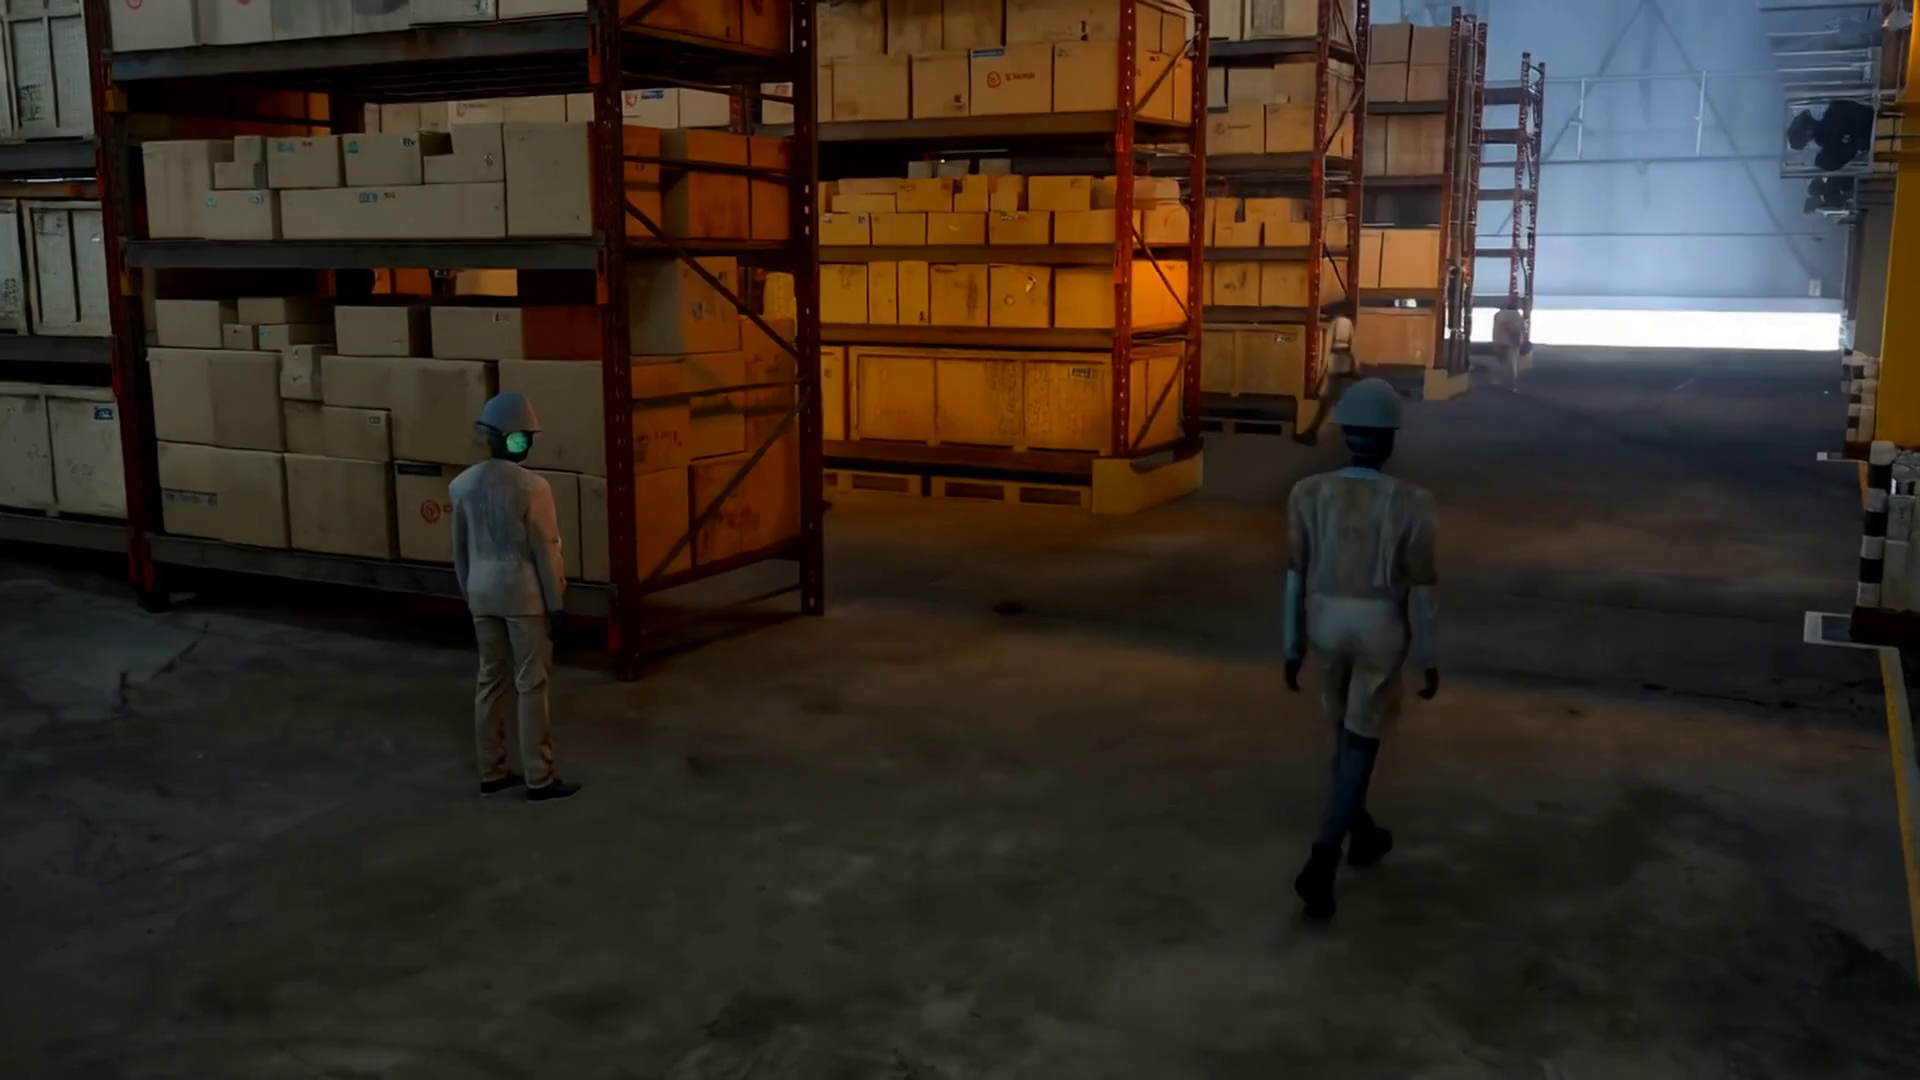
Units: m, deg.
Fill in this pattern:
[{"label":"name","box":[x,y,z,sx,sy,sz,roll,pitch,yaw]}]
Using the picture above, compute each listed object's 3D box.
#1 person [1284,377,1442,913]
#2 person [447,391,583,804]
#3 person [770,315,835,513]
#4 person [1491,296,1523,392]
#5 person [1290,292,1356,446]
[{"label":"person","box":[1.426,0.363,6.005,0.558,1.900,0.966,7,12,34]},{"label":"person","box":[-1.892,0.245,7.083,0.563,1.753,0.327,5,11,27]},{"label":"person","box":[-1.523,-1.071,14.582,0.895,1.801,0.595,2,10,12]},{"label":"person","box":[9.234,-3.313,28.118,0.548,1.597,0.772,0,10,2]},{"label":"person","box":[4.558,-2.043,20.050,1.013,1.860,0.624,0,10,-2]}]
